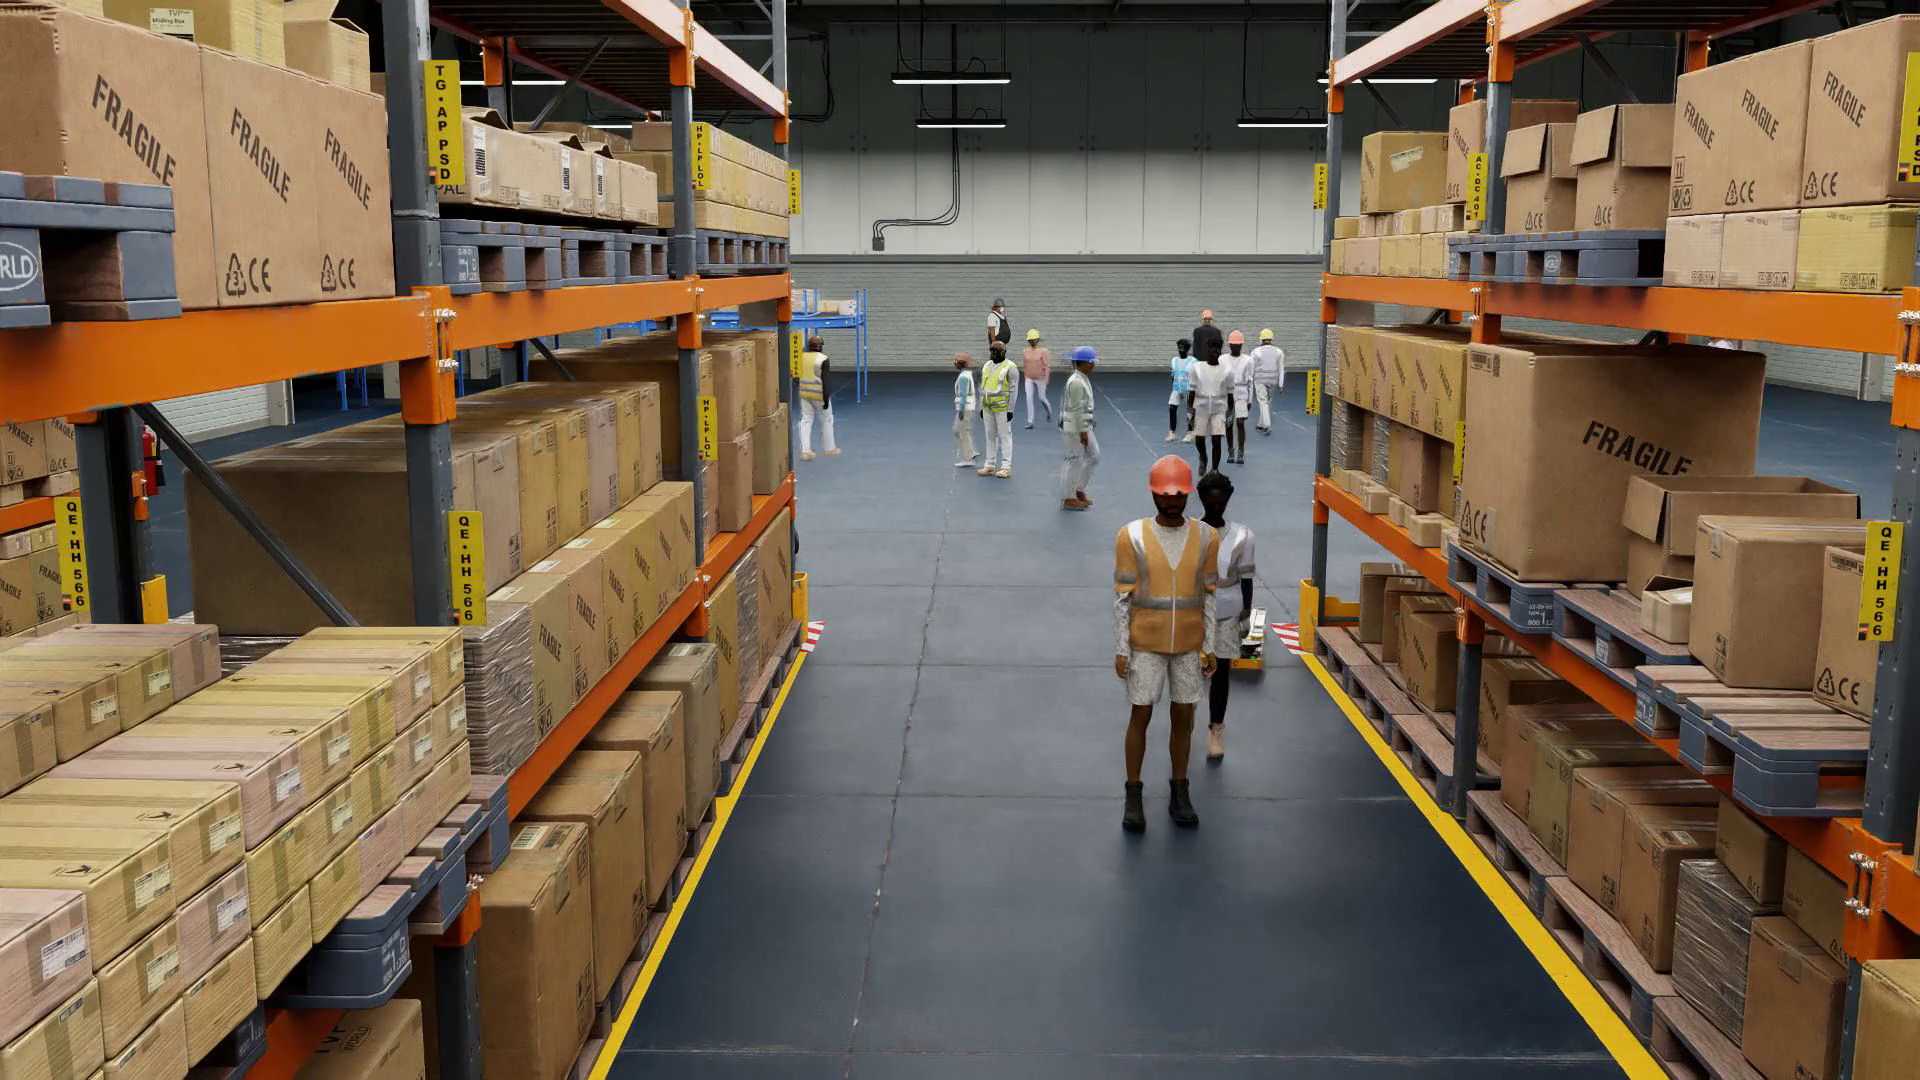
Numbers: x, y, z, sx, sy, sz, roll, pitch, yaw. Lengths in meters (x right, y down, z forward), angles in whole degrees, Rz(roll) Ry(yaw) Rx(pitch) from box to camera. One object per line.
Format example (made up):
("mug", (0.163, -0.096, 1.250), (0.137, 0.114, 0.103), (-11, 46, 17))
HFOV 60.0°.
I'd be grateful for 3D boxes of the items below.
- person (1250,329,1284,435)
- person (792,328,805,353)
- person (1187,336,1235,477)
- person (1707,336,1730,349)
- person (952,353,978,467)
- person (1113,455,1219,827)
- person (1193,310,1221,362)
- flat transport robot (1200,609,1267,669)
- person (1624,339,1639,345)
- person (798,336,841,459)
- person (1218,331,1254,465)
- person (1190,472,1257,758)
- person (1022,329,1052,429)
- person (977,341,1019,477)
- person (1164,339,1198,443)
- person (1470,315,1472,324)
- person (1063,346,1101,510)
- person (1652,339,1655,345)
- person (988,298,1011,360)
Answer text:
("person", (5.191, -2.688, 28.218), (0.605, 1.791, 0.947), (-2, 10, -13))
("person", (-3.953, -4.643, 39.581), (0.944, 1.900, 0.636), (0, 9, 2))
("person", (3.297, -1.704, 21.829), (0.626, 1.945, 0.560), (2, 10, 11))
("person", (12.210, -2.543, 26.686), (0.926, 2.012, 0.650), (0, 9, -1))
("person", (0.044, -1.846, 23.632), (0.369, 1.621, 0.546), (0, 9, 3))
("person", (1.060, 0.523, 8.522), (0.551, 1.935, 0.373), (-1, 10, -6))
("person", (4.977, -3.652, 33.545), (0.629, 1.929, 1.045), (-1, 10, -7))
("flat transport robot", (1.962, 0.706, 12.533), (0.652, 0.197, 1.431), (2, 10, 12))
("person", (9.222, -1.841, 22.959), (0.345, 1.847, 0.508), (8, 12, 40))
("person", (-2.088, -2.121, 24.709), (0.650, 1.811, 0.820), (6, 11, 32))
("person", (3.935, -2.040, 23.937), (0.545, 1.905, 0.896), (3, 10, 15))
("person", (1.473, 0.426, 9.839), (0.546, 1.685, 0.426), (1, 10, 5))
("person", (1.371, -2.859, 29.386), (0.523, 1.744, 0.730), (5, 11, 28))
("person", (0.504, -1.786, 22.640), (0.627, 1.844, 0.429), (9, 13, 43))
("person", (3.555, -2.384, 26.701), (0.544, 1.669, 0.693), (7, 12, 36))
("person", (12.459, -4.639, 40.329), (0.305, 1.640, 0.522), (-1, 10, -8))
("person", (1.428, -1.311, 19.551), (0.485, 1.930, 0.618), (3, 10, 17))
("person", (17.521, -4.922, 41.650), (0.329, 1.767, 0.528), (-1, 10, -9))
("person", (0.969, -4.856, 40.560), (0.538, 2.000, 0.690), (4, 10, 22))
